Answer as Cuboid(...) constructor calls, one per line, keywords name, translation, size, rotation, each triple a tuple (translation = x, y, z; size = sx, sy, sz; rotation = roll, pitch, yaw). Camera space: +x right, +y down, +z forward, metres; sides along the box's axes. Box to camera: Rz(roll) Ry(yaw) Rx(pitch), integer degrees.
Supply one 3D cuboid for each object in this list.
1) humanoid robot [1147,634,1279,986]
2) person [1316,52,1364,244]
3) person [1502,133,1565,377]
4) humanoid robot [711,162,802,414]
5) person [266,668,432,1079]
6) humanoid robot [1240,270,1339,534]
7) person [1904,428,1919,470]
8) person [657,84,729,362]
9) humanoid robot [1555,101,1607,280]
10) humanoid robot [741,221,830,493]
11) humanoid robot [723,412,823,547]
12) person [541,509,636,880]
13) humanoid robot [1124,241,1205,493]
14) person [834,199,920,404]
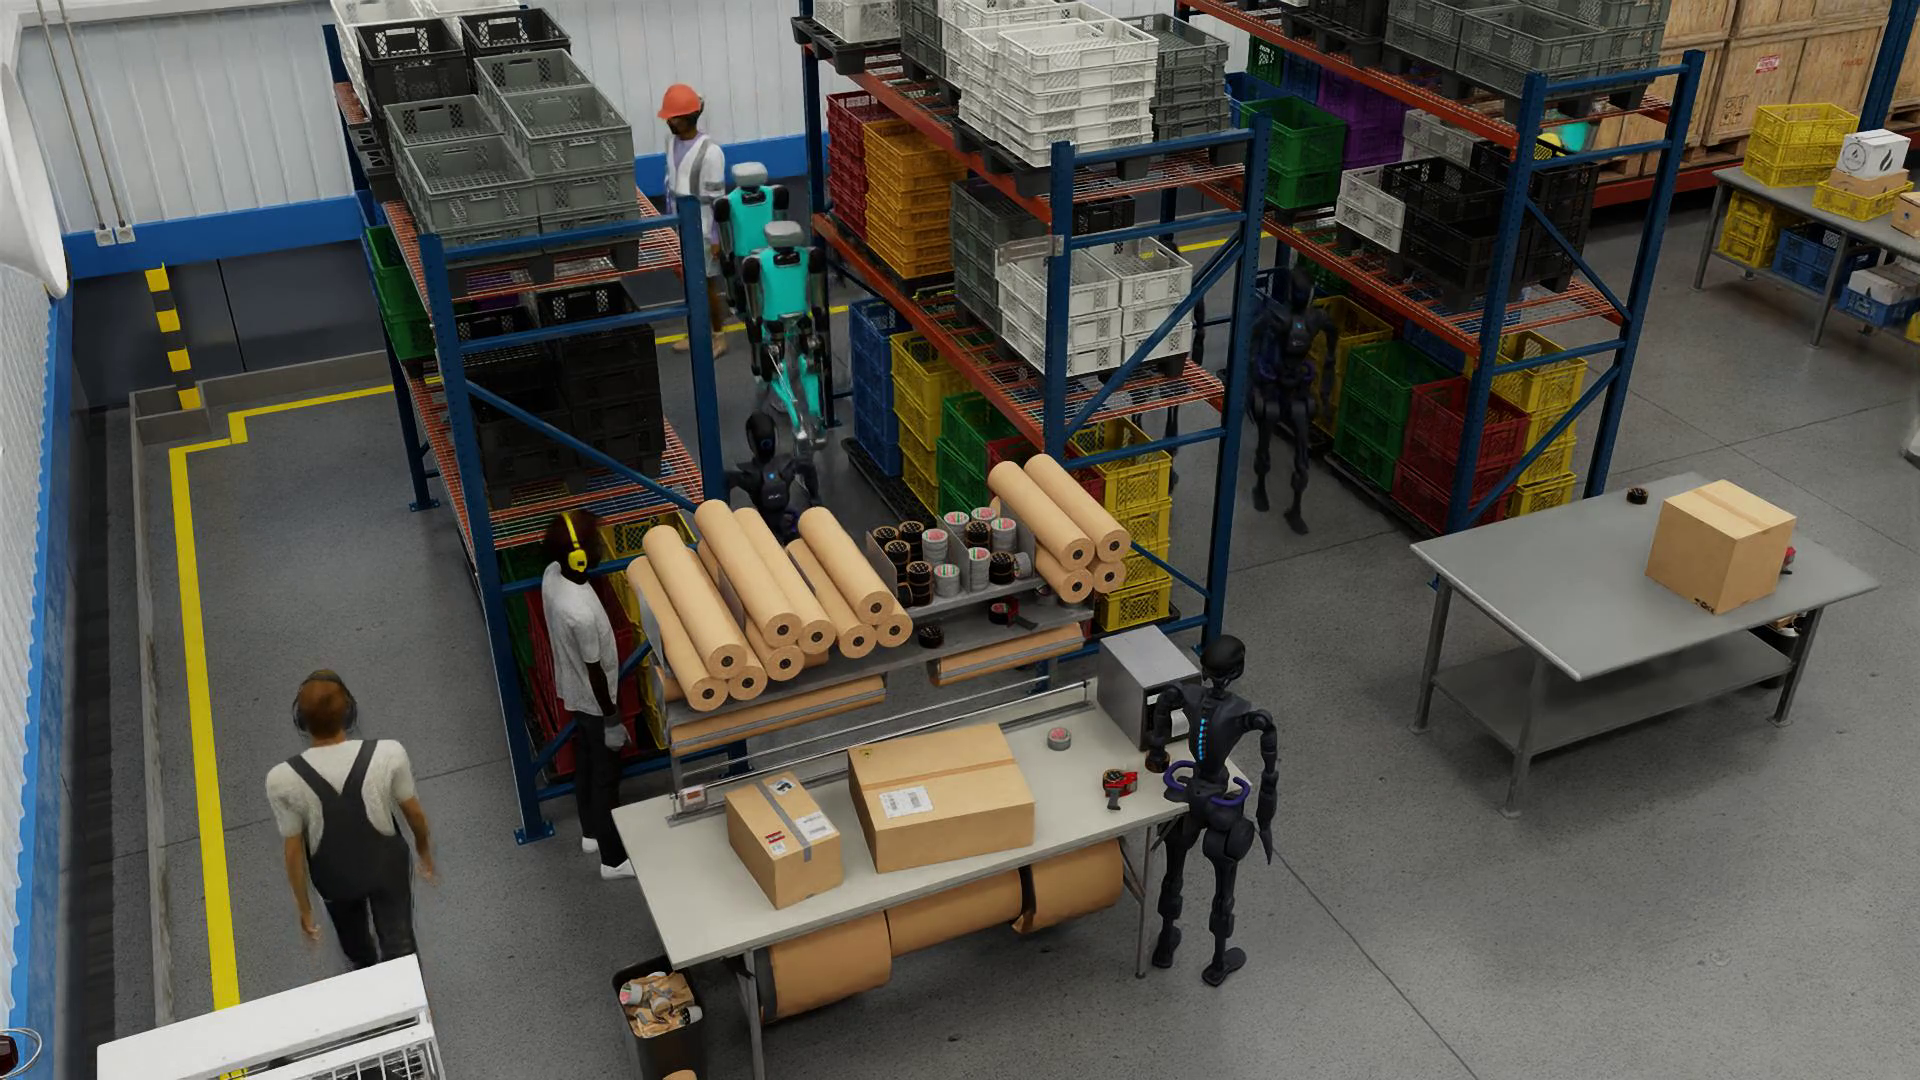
Cuboid(name="humanoid robot", translation=(1.007, 1.097, 6.831), size=(0.599, 1.657, 0.315), rotation=(18, 36, 26))
Cuboid(name="person", translation=(3.127, -3.222, 13.703), size=(0.625, 1.844, 0.429), rotation=(-18, 36, -27))
Cuboid(name="person", translation=(4.014, -2.021, 11.824), size=(0.306, 1.768, 0.524), rotation=(0, 32, 0))
Cuboid(name="humanoid robot", translation=(-1.271, -1.557, 11.179), size=(0.551, 1.871, 0.667), rotation=(-15, 35, -23))
Cuboid(name="person", translation=(-2.334, 1.244, 6.496), size=(0.516, 1.784, 0.992), rotation=(-12, 34, -18))
Cuboid(name="humanoid robot", translation=(1.960, -0.842, 10.006), size=(0.608, 1.639, 0.666), rotation=(0, 32, -1))
Cuboid(name="person", translation=(6.489, -1.093, 10.293), size=(0.575, 1.788, 0.959), rotation=(-8, 33, -13))
Cuboid(name="person", translation=(-1.922, -2.261, 11.957), size=(0.385, 2.041, 0.612), rotation=(-27, 41, -36))
Cuboid(name="humanoid robot", translation=(4.539, -2.841, 13.218), size=(0.999, 1.775, 0.529), rotation=(-1, 32, -2))
Cuboid(name="humanoid robot", translation=(-0.992, -1.045, 10.278), size=(0.544, 1.776, 0.915), rotation=(-13, 34, -20))
Cuboid(name="humanoid robot", translation=(-0.911, 0.101, 8.492), size=(0.597, 1.631, 0.735), rotation=(-12, 34, -19))
Cuboid(name="person", translation=(-1.597, 0.688, 7.324), size=(0.329, 1.874, 0.508), rotation=(-17, 36, -26))
Cuboid(name="humanoid robot", translation=(1.231, -1.078, 10.371), size=(0.584, 1.653, 0.328), rotation=(5, 32, 7))
Cuboid(name="person", translation=(-0.532, -1.905, 11.583), size=(0.559, 1.824, 0.933), rotation=(24, 39, 34))
